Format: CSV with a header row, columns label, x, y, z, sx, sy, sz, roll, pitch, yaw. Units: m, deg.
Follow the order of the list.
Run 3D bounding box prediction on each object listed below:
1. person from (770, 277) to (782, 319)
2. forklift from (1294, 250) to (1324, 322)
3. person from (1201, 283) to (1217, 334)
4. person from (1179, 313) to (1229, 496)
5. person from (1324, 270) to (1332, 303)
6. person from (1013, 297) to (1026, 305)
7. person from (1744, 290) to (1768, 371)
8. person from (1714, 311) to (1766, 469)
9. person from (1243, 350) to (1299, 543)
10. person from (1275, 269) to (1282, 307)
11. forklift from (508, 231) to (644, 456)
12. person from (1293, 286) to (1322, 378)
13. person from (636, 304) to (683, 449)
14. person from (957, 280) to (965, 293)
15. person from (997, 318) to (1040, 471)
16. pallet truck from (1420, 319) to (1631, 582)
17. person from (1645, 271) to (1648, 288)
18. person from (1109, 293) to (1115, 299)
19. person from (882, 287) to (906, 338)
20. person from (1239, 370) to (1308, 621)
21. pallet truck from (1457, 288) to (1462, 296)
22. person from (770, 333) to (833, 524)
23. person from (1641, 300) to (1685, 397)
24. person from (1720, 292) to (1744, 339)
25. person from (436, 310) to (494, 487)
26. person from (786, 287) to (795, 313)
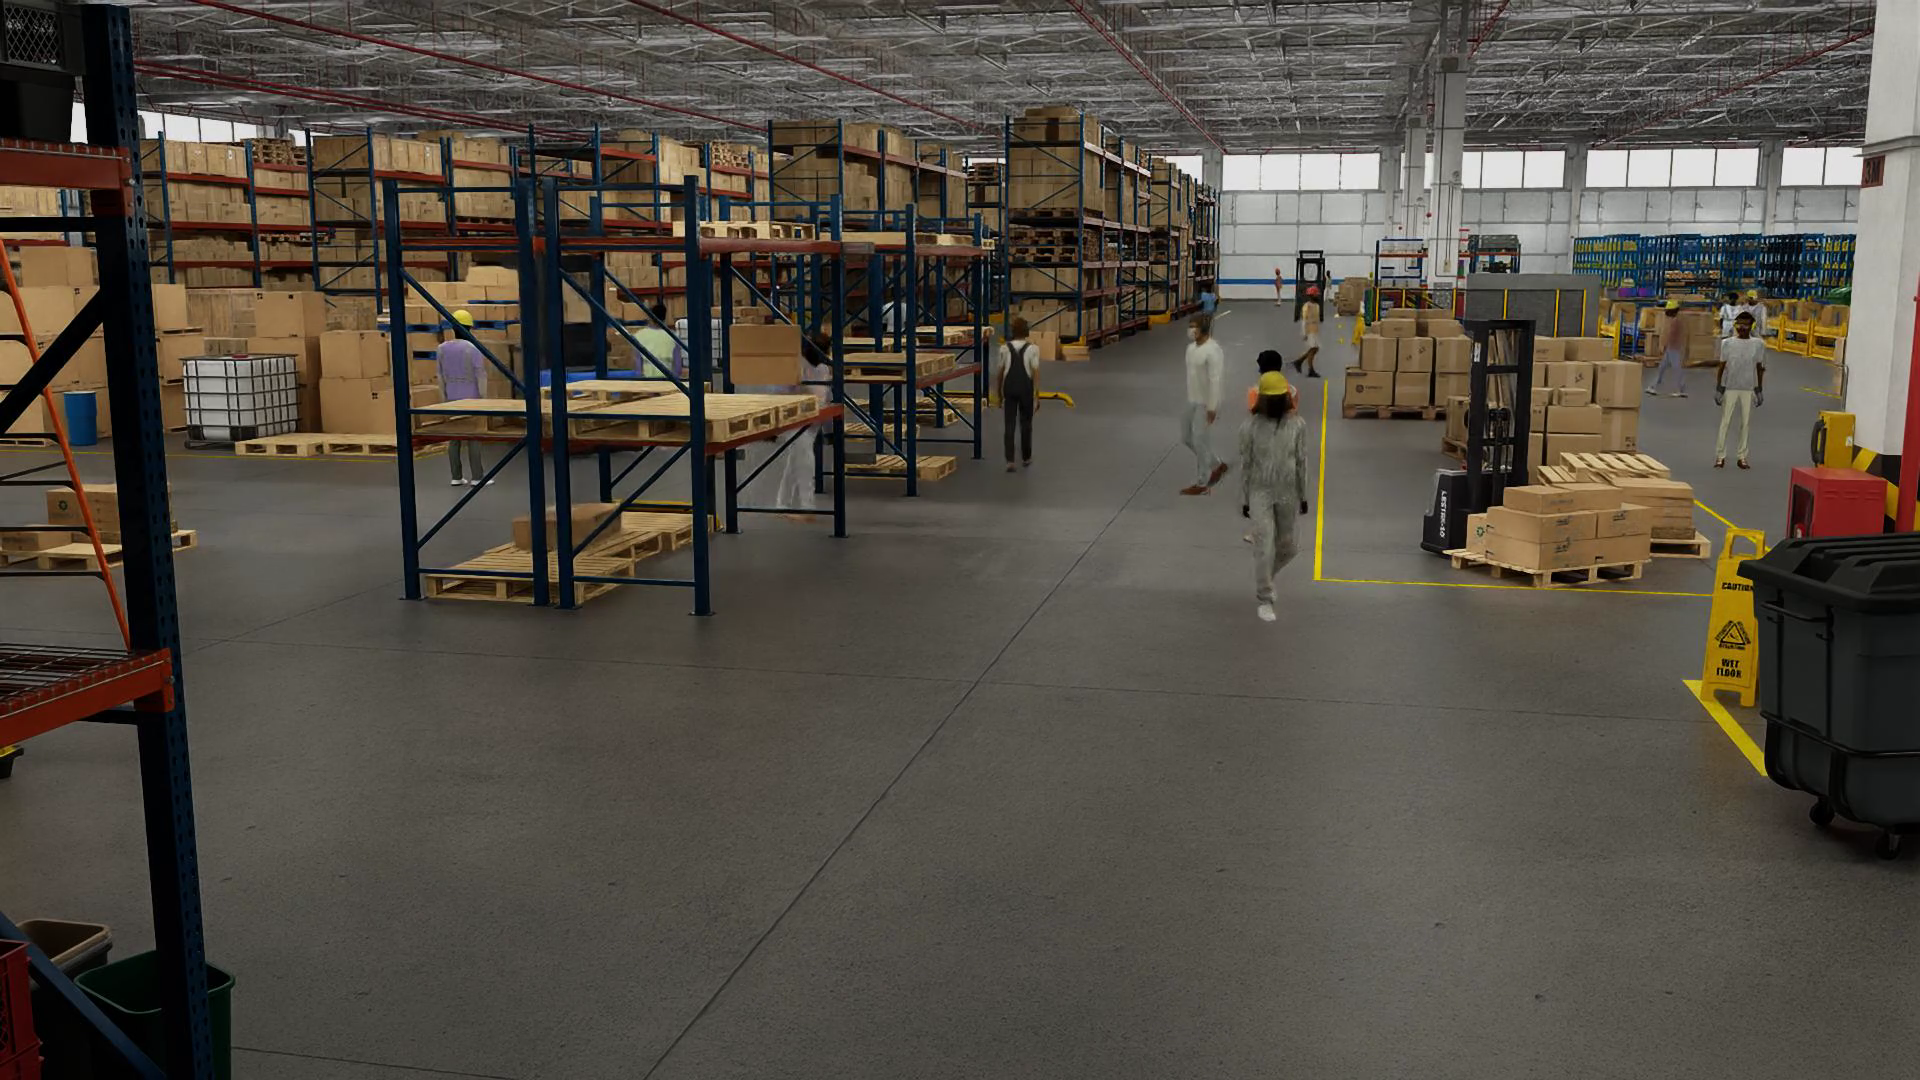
label,x,y,z,sx,sy,sz,roll,pitch,yaw
person,-5.974,-7.585,53.981,0.374,1.912,0.595,-3,10,-19
forklift,13.778,-10.002,65.433,1.129,2.768,1.873,2,10,12
person,8.279,-7.655,55.052,0.553,1.677,0.565,-3,10,-15
person,2.585,-1.420,17.462,0.526,1.925,0.630,-4,10,-22
person,20.826,-14.336,94.181,0.624,1.840,0.430,-7,12,-37
person,2.058,-8.168,57.684,0.429,1.830,0.633,6,11,33
person,17.576,-4.629,36.812,0.506,1.797,0.651,-4,10,-23
person,9.210,-1.762,19.645,0.534,1.864,0.313,3,10,16
person,2.696,-0.804,14.482,0.531,1.692,0.320,-5,11,-26
person,16.663,-13.218,87.140,0.403,1.987,0.608,1,10,6
forklift,-4.925,-2.528,21.177,1.129,2.768,1.873,-7,12,-36
person,7.312,-4.371,34.906,0.632,1.925,0.543,9,13,44
person,-3.906,-2.122,21.662,0.613,1.899,0.448,-1,10,-8
person,0.040,-10.432,70.915,0.655,1.883,1.004,3,10,15
person,0.687,-1.712,19.566,0.524,1.799,0.951,2,10,11
pallet truck,4.543,-0.757,13.299,0.823,1.965,1.885,-4,10,-22
person,36.896,-13.577,89.709,0.690,1.820,0.607,5,11,26
person,6.463,-10.240,70.530,0.279,1.633,0.497,-2,10,-10
person,-1.248,-4.063,32.970,0.638,1.964,0.380,4,11,24
person,2.150,-0.320,11.517,0.495,1.723,0.474,-2,10,-11
pallet truck,20.506,-9.785,68.819,0.653,1.274,1.630,2,10,12
person,-1.444,-1.047,15.648,0.789,1.785,0.645,6,11,30
person,12.722,-3.441,29.992,0.845,1.733,0.528,4,10,23
person,18.515,-5.090,39.875,0.546,1.674,0.558,3,10,15
person,-5.400,-1.538,18.130,0.587,1.929,0.361,3,10,16
person,-6.447,-8.845,62.352,0.506,1.607,0.765,-6,11,-33
